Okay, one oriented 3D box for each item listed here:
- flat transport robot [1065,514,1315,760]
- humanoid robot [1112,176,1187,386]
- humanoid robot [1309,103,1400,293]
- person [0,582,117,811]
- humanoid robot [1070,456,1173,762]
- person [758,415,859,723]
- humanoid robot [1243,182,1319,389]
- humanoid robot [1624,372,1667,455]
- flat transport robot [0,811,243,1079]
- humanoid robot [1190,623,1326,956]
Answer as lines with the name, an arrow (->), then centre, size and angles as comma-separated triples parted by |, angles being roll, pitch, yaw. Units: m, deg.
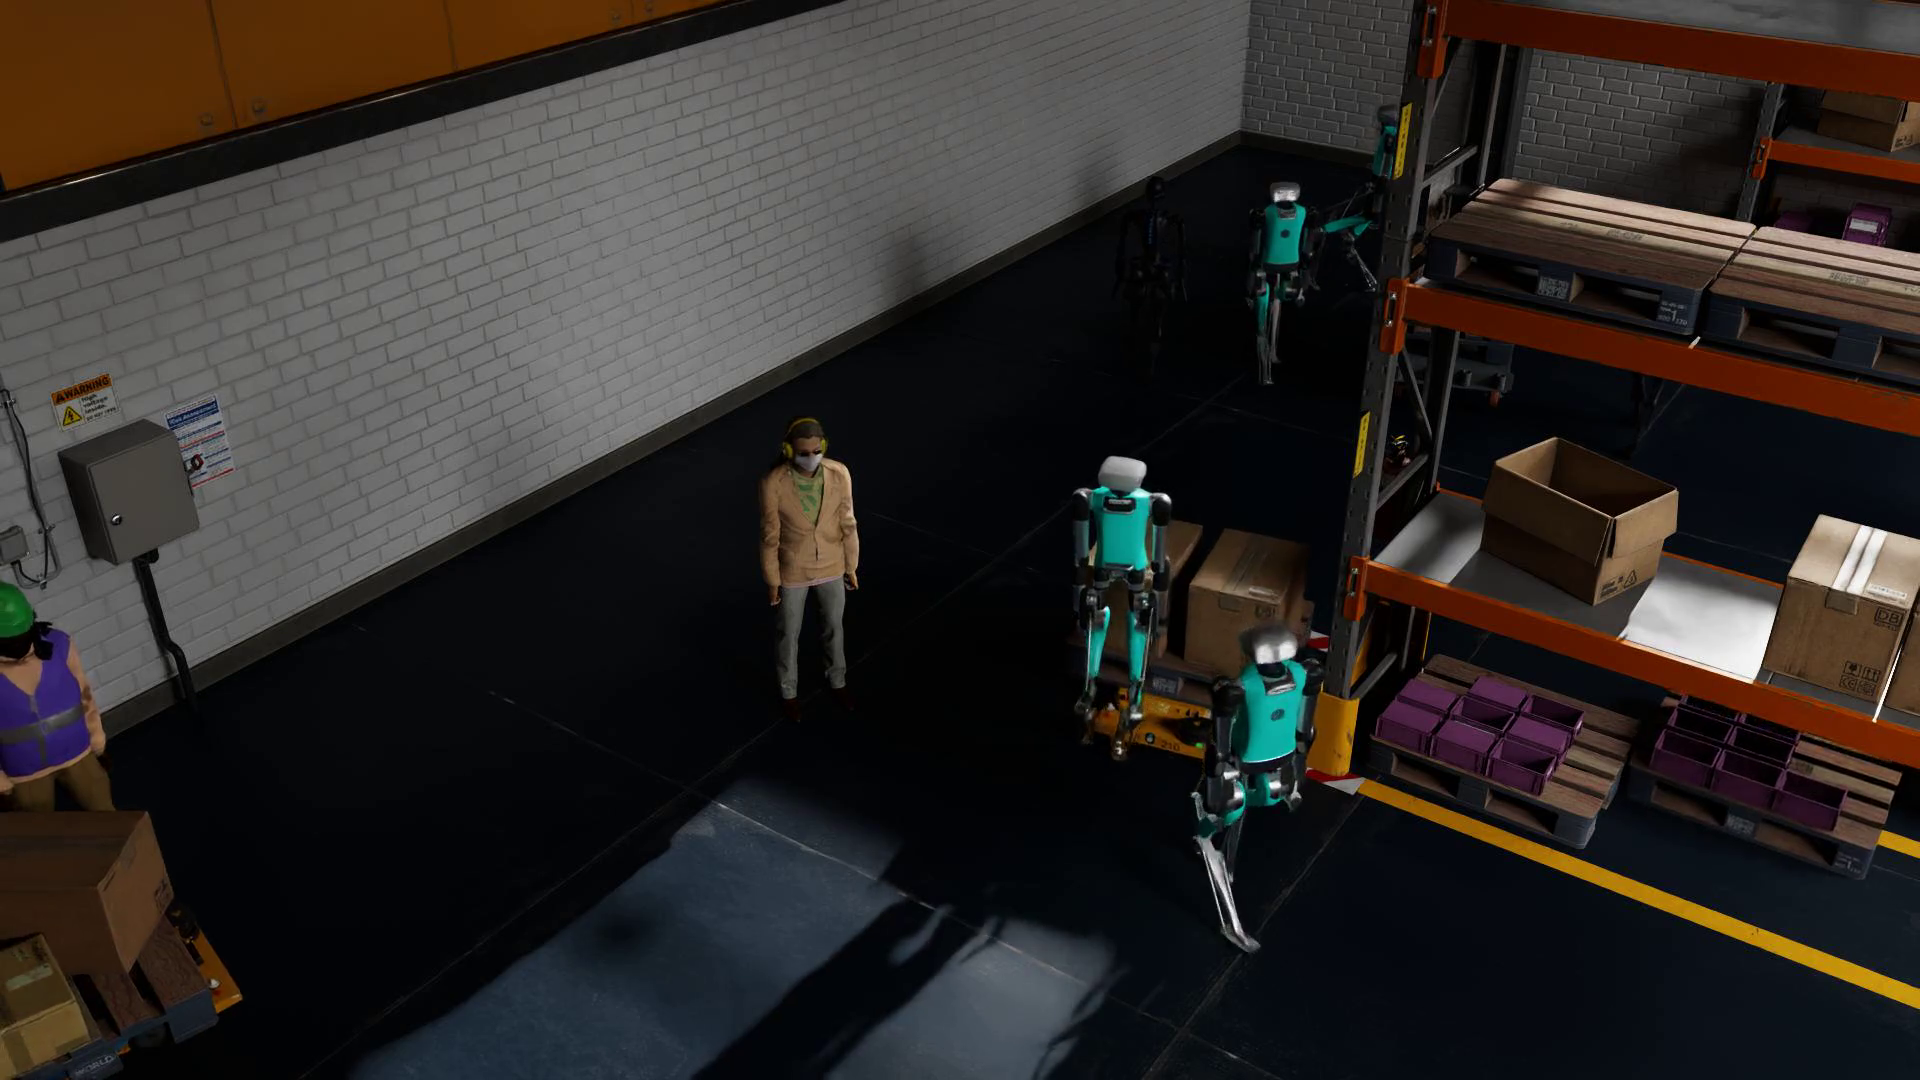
flat transport robot -> 1.337, 0.751, 9.737 | 0.659, 0.231, 1.431 | 13, 32, 21
humanoid robot -> 1.527, -2.102, 13.292 | 0.611, 1.633, 0.668 | 6, 31, 10
humanoid robot -> 3.447, -3.013, 14.836 | 0.997, 1.779, 0.532 | 7, 31, 12
person -> -4.199, 1.001, 7.662 | 0.541, 1.914, 0.469 | -26, 39, -37
humanoid robot -> 0.807, 0.479, 8.733 | 0.552, 1.784, 0.676 | 6, 30, 9
person -> -0.832, 0.147, 9.191 | 0.554, 1.869, 0.391 | -11, 32, -18
humanoid robot -> 2.467, -2.049, 13.142 | 0.539, 1.722, 1.076 | 0, 30, -1
humanoid robot -> 5.123, -1.463, 12.218 | 0.613, 1.626, 0.783 | 20, 35, 31
flat transport robot -> -4.012, 2.135, 7.335 | 1.431, 0.231, 0.659 | -23, 37, -34
humanoid robot -> 1.267, 1.056, 7.779 | 0.549, 1.794, 0.877 | -10, 31, -16
